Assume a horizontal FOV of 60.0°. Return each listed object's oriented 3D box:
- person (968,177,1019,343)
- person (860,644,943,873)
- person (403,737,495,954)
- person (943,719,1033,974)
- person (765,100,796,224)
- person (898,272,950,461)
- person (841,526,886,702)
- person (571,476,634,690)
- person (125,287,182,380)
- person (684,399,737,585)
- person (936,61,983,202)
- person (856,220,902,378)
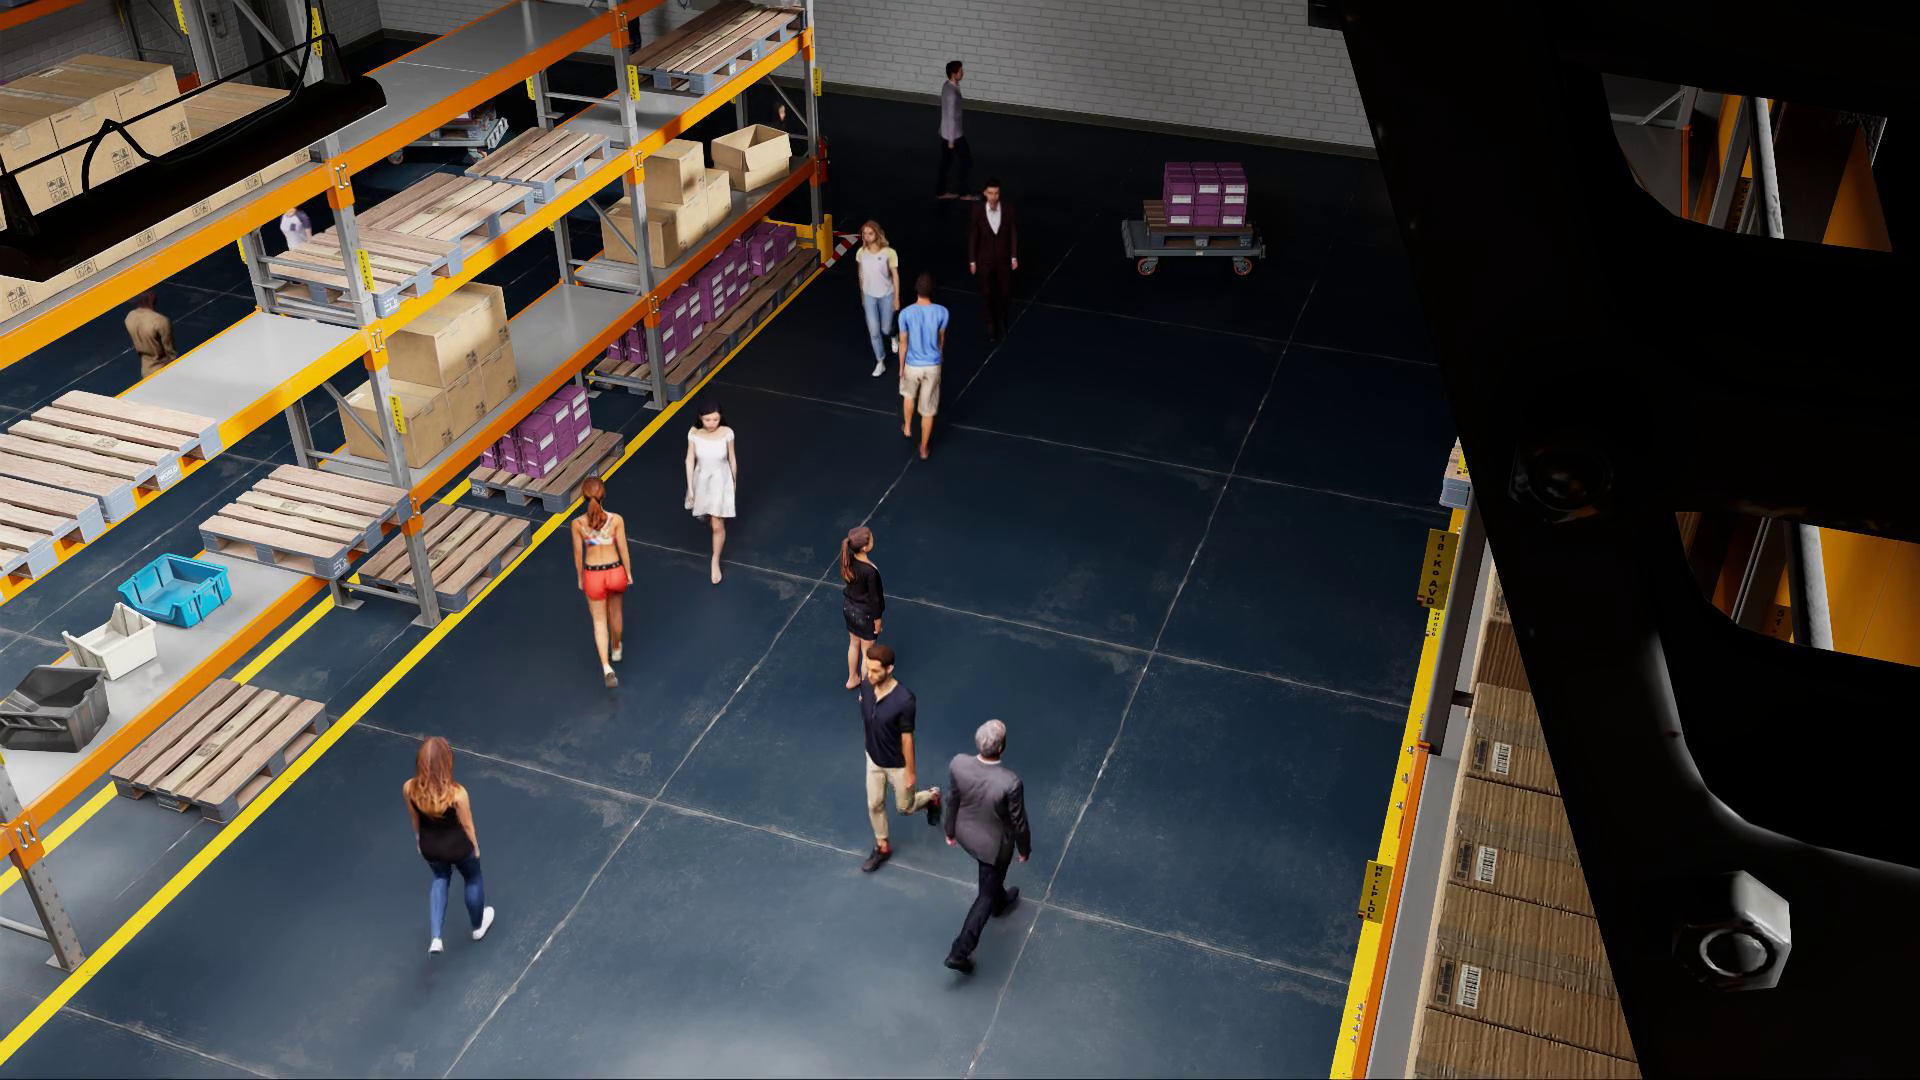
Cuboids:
[{"bbox_3d":[0.362,-3.094,18.101,0.820,1.856,0.823,-2,34,-3],"label":"person"},{"bbox_3d":[-0.416,1.435,11.305,0.775,1.836,1.025,20,39,28],"label":"person"},{"bbox_3d":[-3.289,1.995,10.580,0.682,1.706,0.875,4,34,7],"label":"person"},{"bbox_3d":[0.128,1.948,10.567,0.939,1.798,1.276,22,40,30],"label":"person"},{"bbox_3d":[-2.364,-4.715,20.758,0.665,1.614,0.702,9,35,14],"label":"person"},{"bbox_3d":[-0.344,-1.616,15.895,0.844,1.837,1.023,-1,34,-2],"label":"person"},{"bbox_3d":[-0.766,0.551,12.890,0.662,1.554,0.624,-26,42,-33],"label":"person"},{"bbox_3d":[-2.776,0.350,12.997,0.938,1.770,1.113,-7,34,-11],"label":"person"},{"bbox_3d":[-7.616,-1.536,15.807,0.751,1.800,0.984,11,35,16],"label":"person"},{"bbox_3d":[-2.104,-0.481,14.269,0.876,1.746,1.084,0,34,1],"label":"person"},{"bbox_3d":[-0.189,-5.234,21.340,0.933,1.834,0.888,-6,34,-9],"label":"person"},{"bbox_3d":[-0.830,-2.576,17.457,0.668,1.706,0.870,8,35,12],"label":"person"}]
